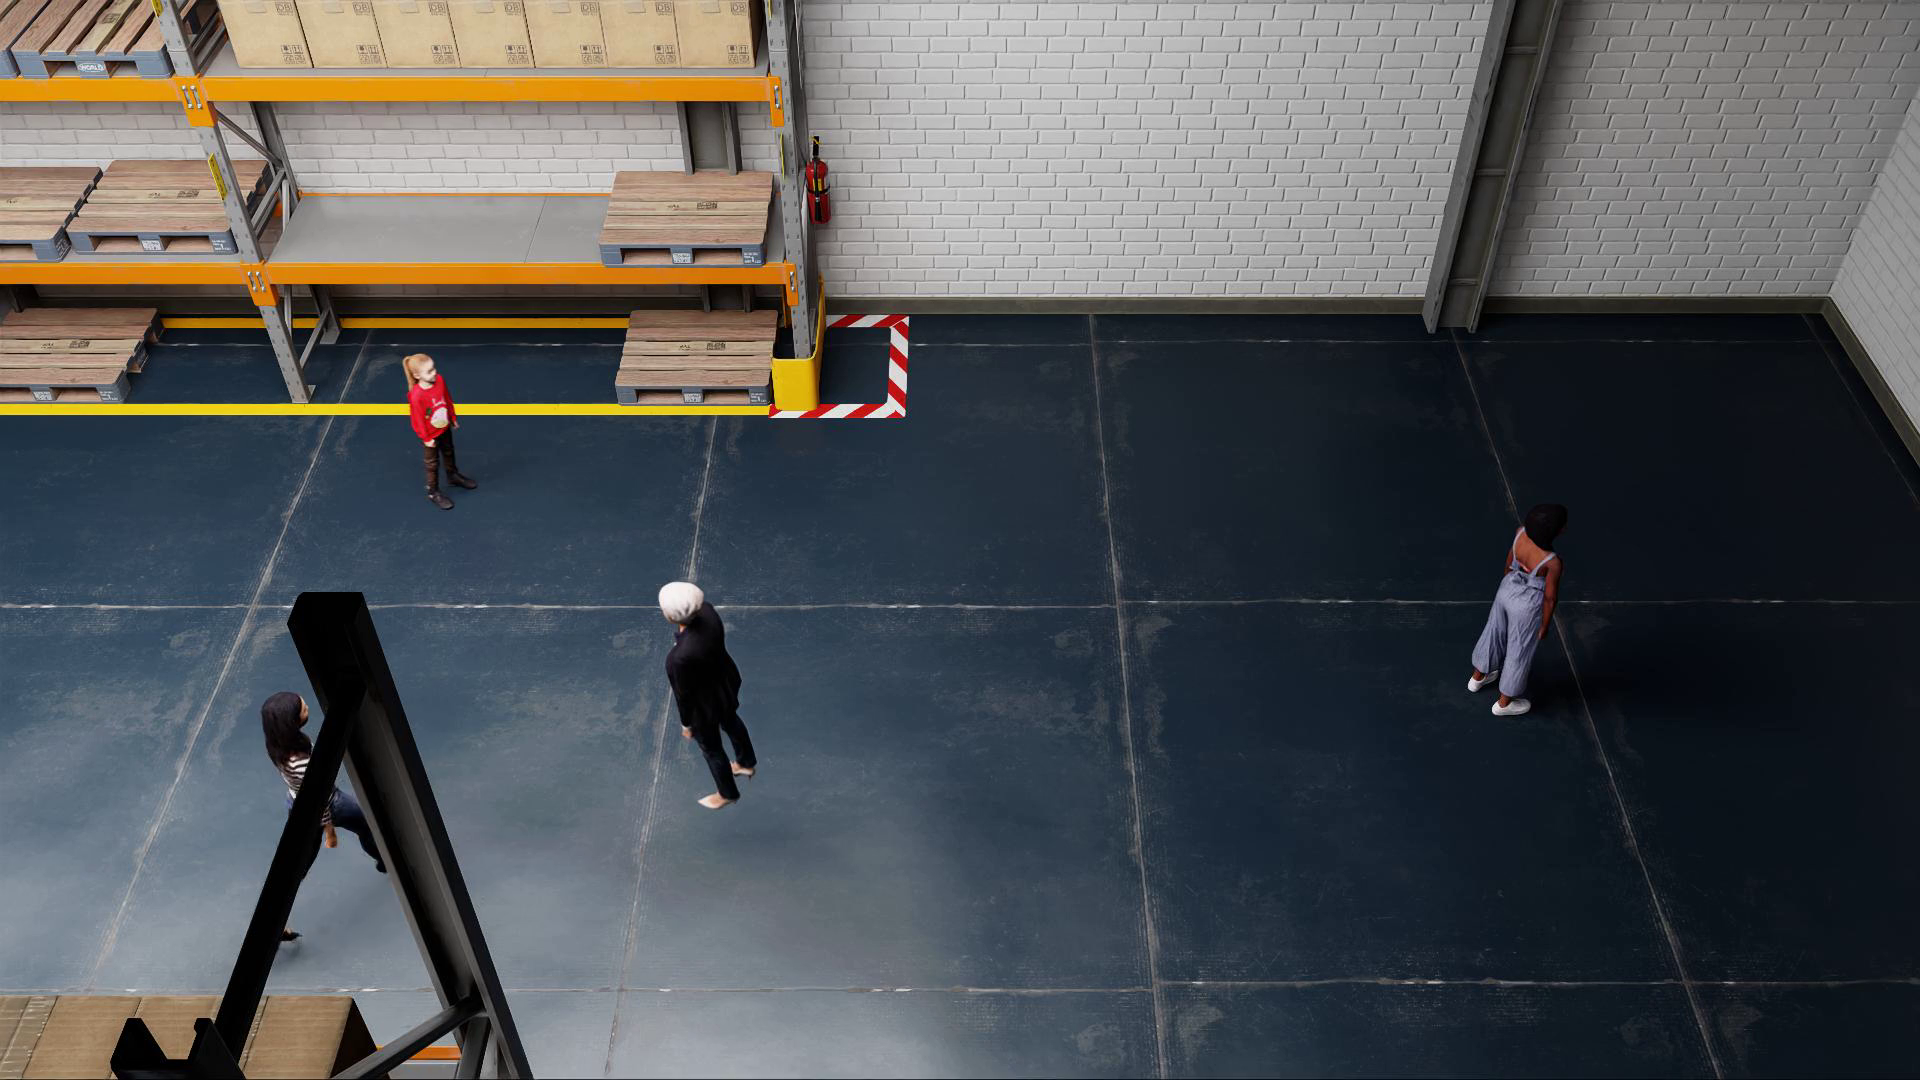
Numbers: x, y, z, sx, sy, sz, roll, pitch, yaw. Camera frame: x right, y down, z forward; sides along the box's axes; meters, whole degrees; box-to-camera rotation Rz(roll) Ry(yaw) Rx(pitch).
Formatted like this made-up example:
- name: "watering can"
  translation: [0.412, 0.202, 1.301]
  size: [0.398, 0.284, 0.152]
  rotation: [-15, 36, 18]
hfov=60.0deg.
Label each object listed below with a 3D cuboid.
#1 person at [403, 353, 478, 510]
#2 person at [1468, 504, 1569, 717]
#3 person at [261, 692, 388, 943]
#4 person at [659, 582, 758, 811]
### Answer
- name: "person"
  translation: [-3.767, -0.804, 11.916]
  size: [0.598, 1.278, 0.574]
  rotation: [19, 47, 19]
- name: "person"
  translation: [3.493, 0.411, 10.337]
  size: [0.655, 1.696, 0.649]
  rotation: [-18, 47, -18]
- name: "person"
  translation: [-3.599, 1.547, 9.109]
  size: [1.144, 1.746, 1.155]
  rotation: [31, 52, 28]
- name: "person"
  translation: [-1.368, 0.811, 9.085]
  size: [0.702, 1.777, 0.789]
  rotation: [13, 45, 14]
